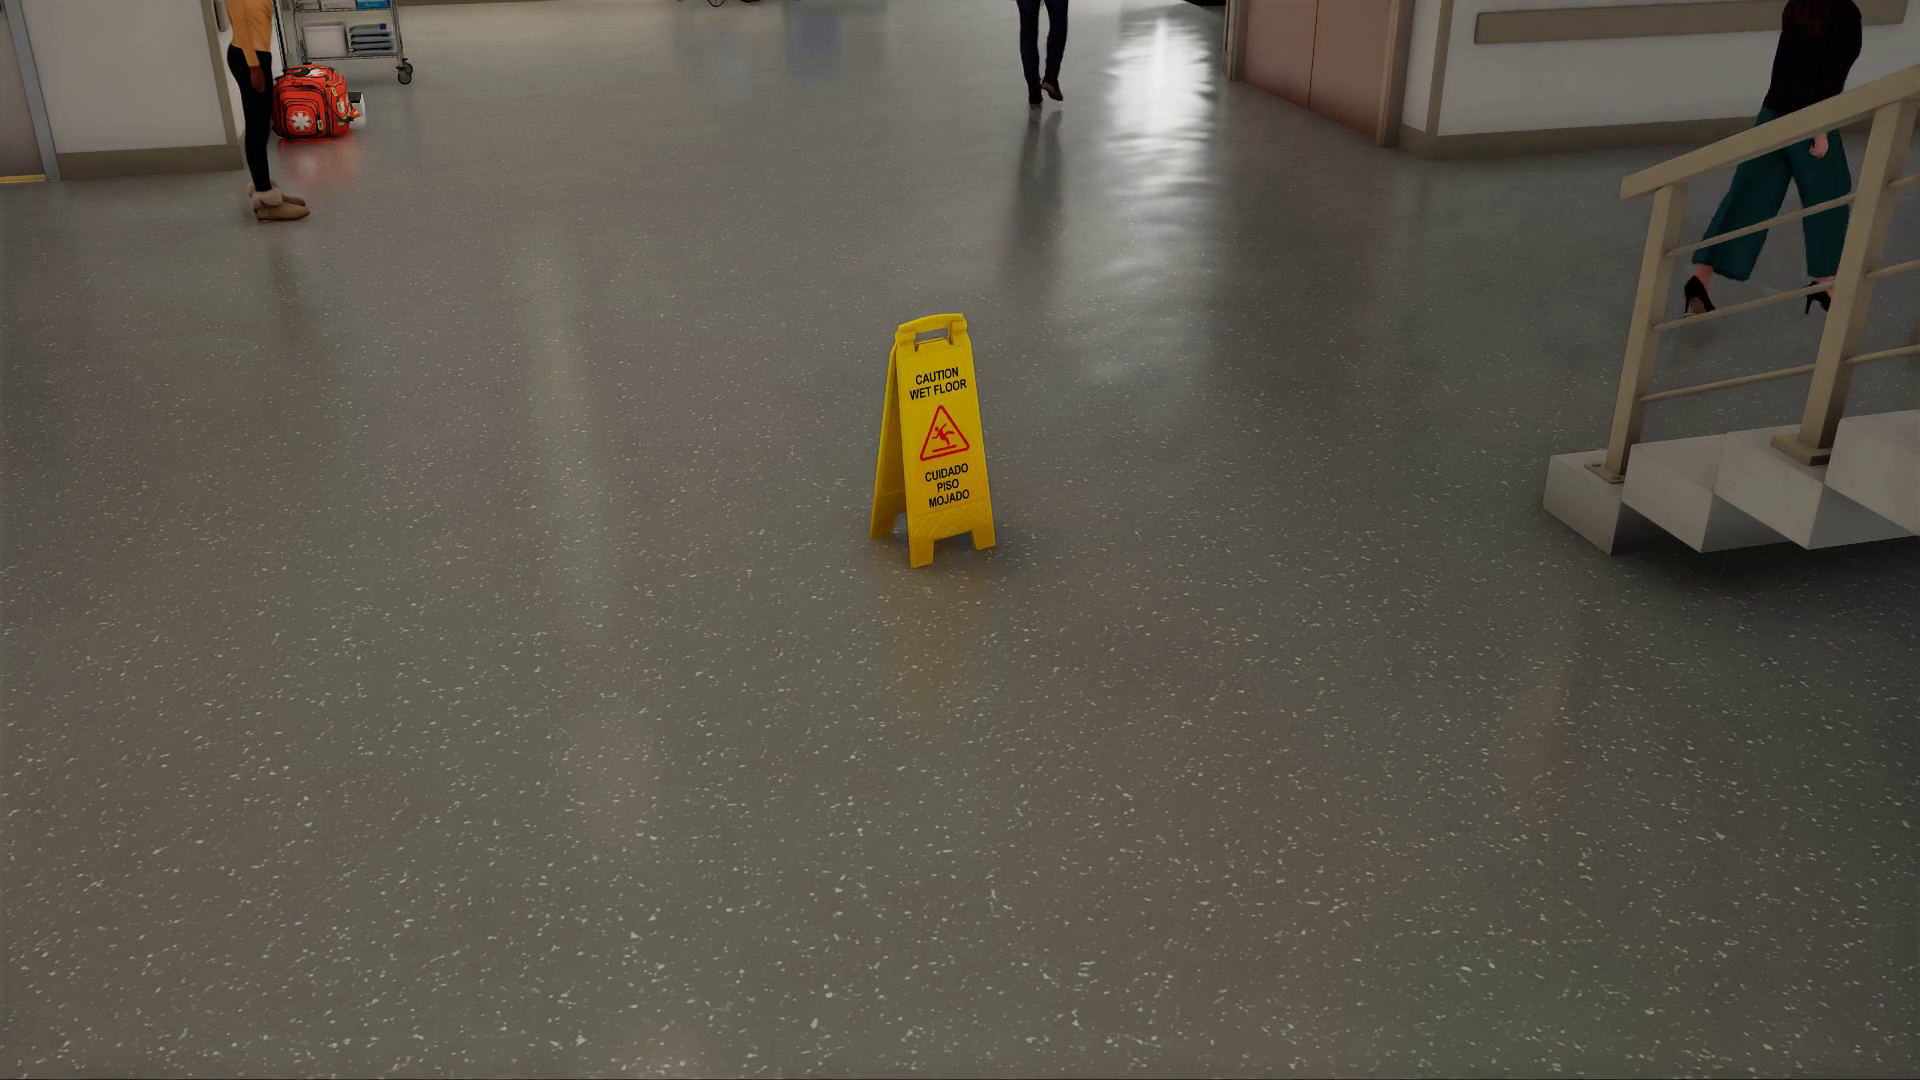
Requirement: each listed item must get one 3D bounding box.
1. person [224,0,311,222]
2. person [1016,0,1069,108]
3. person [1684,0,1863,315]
[{"bbox_3d":[-3.877,-2.600,9.070,0.681,1.659,0.530,-10,27,-20],"label":"person"},{"bbox_3d":[0.546,-3.986,11.719,0.727,1.855,0.781,3,26,6],"label":"person"},{"bbox_3d":[3.563,-1.738,7.243,0.706,1.694,1.017,-8,27,-15],"label":"person"}]
